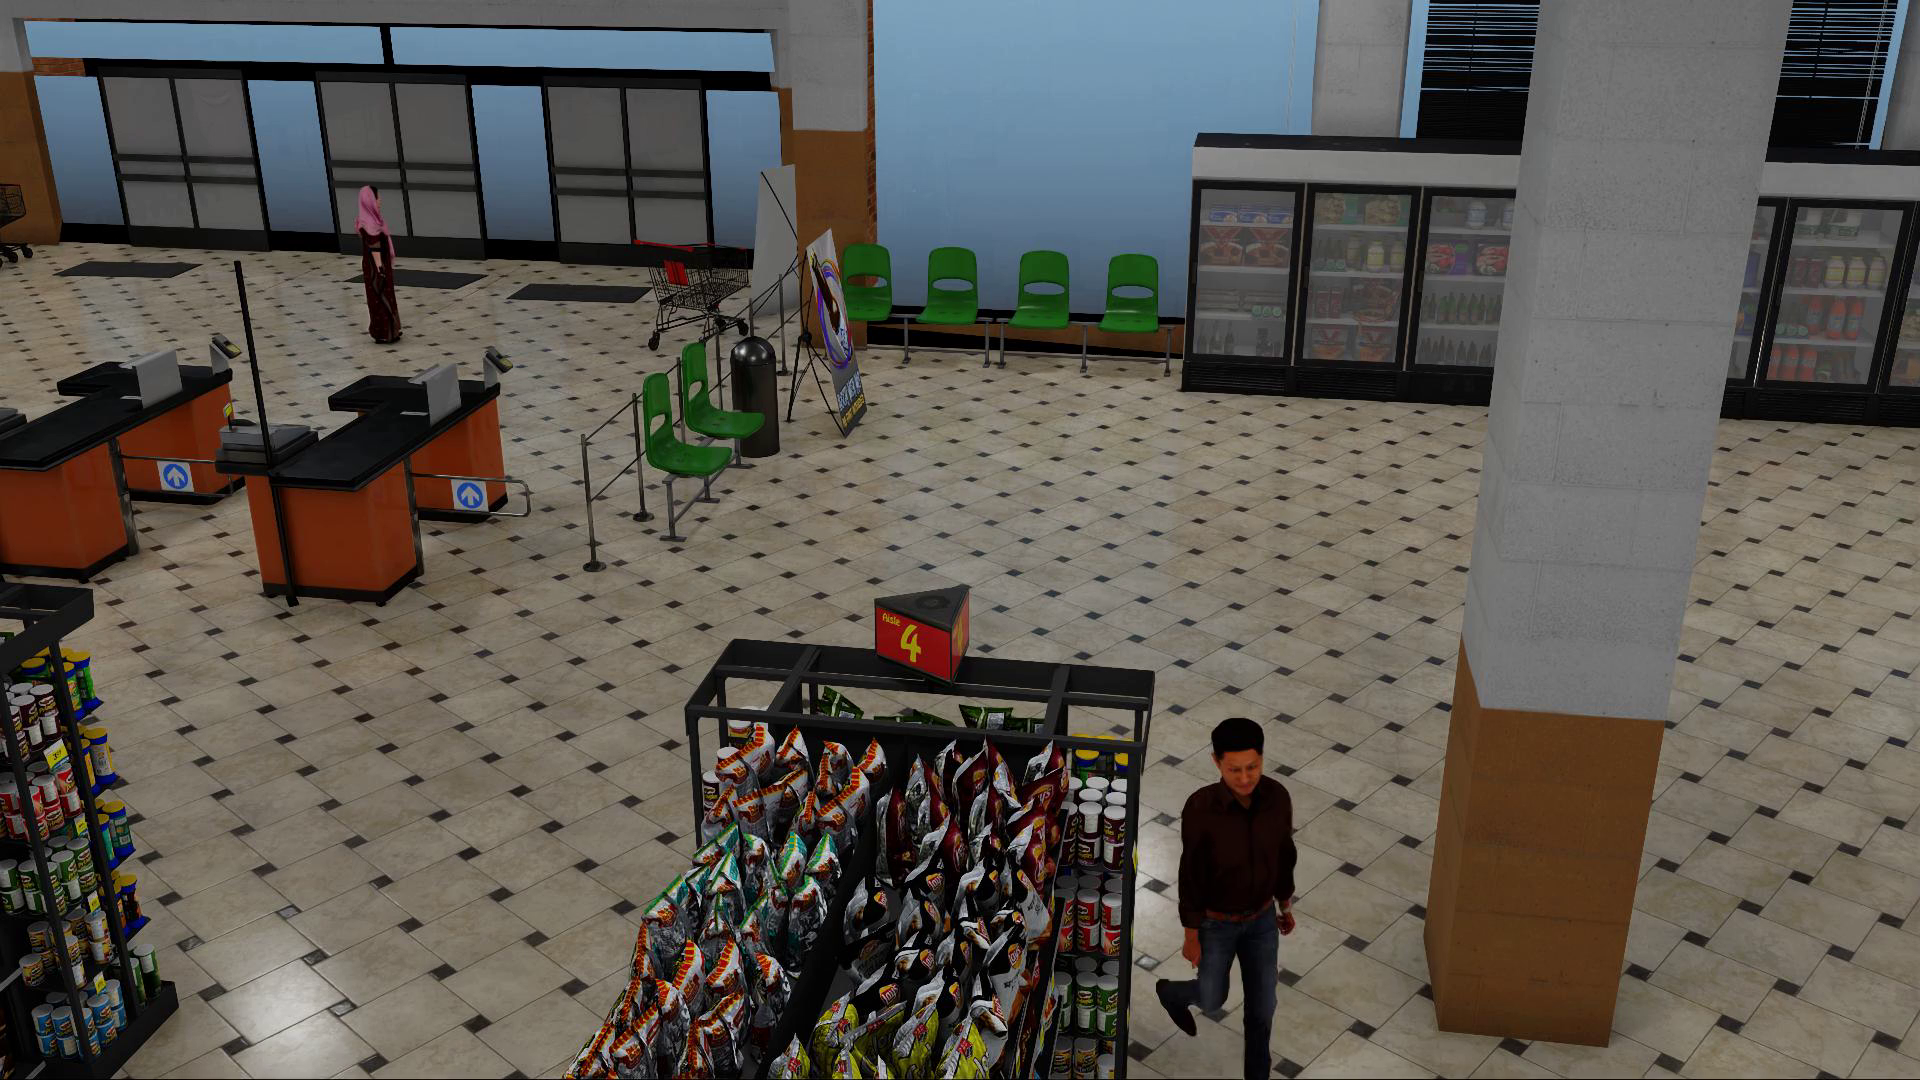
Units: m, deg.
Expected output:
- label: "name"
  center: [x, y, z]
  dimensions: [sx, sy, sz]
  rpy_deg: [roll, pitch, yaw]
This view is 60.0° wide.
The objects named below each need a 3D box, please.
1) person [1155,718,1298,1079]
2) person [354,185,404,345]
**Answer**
- label: "person"
  center: [0.997, 1.428, 6.442]
  dimensions: [1.002, 1.748, 1.158]
  rpy_deg: [-10, 24, -23]
- label: "person"
  center: [-6.063, -2.865, 17.280]
  dimensions: [0.817, 1.635, 0.696]
  rpy_deg: [-7, 23, -16]
